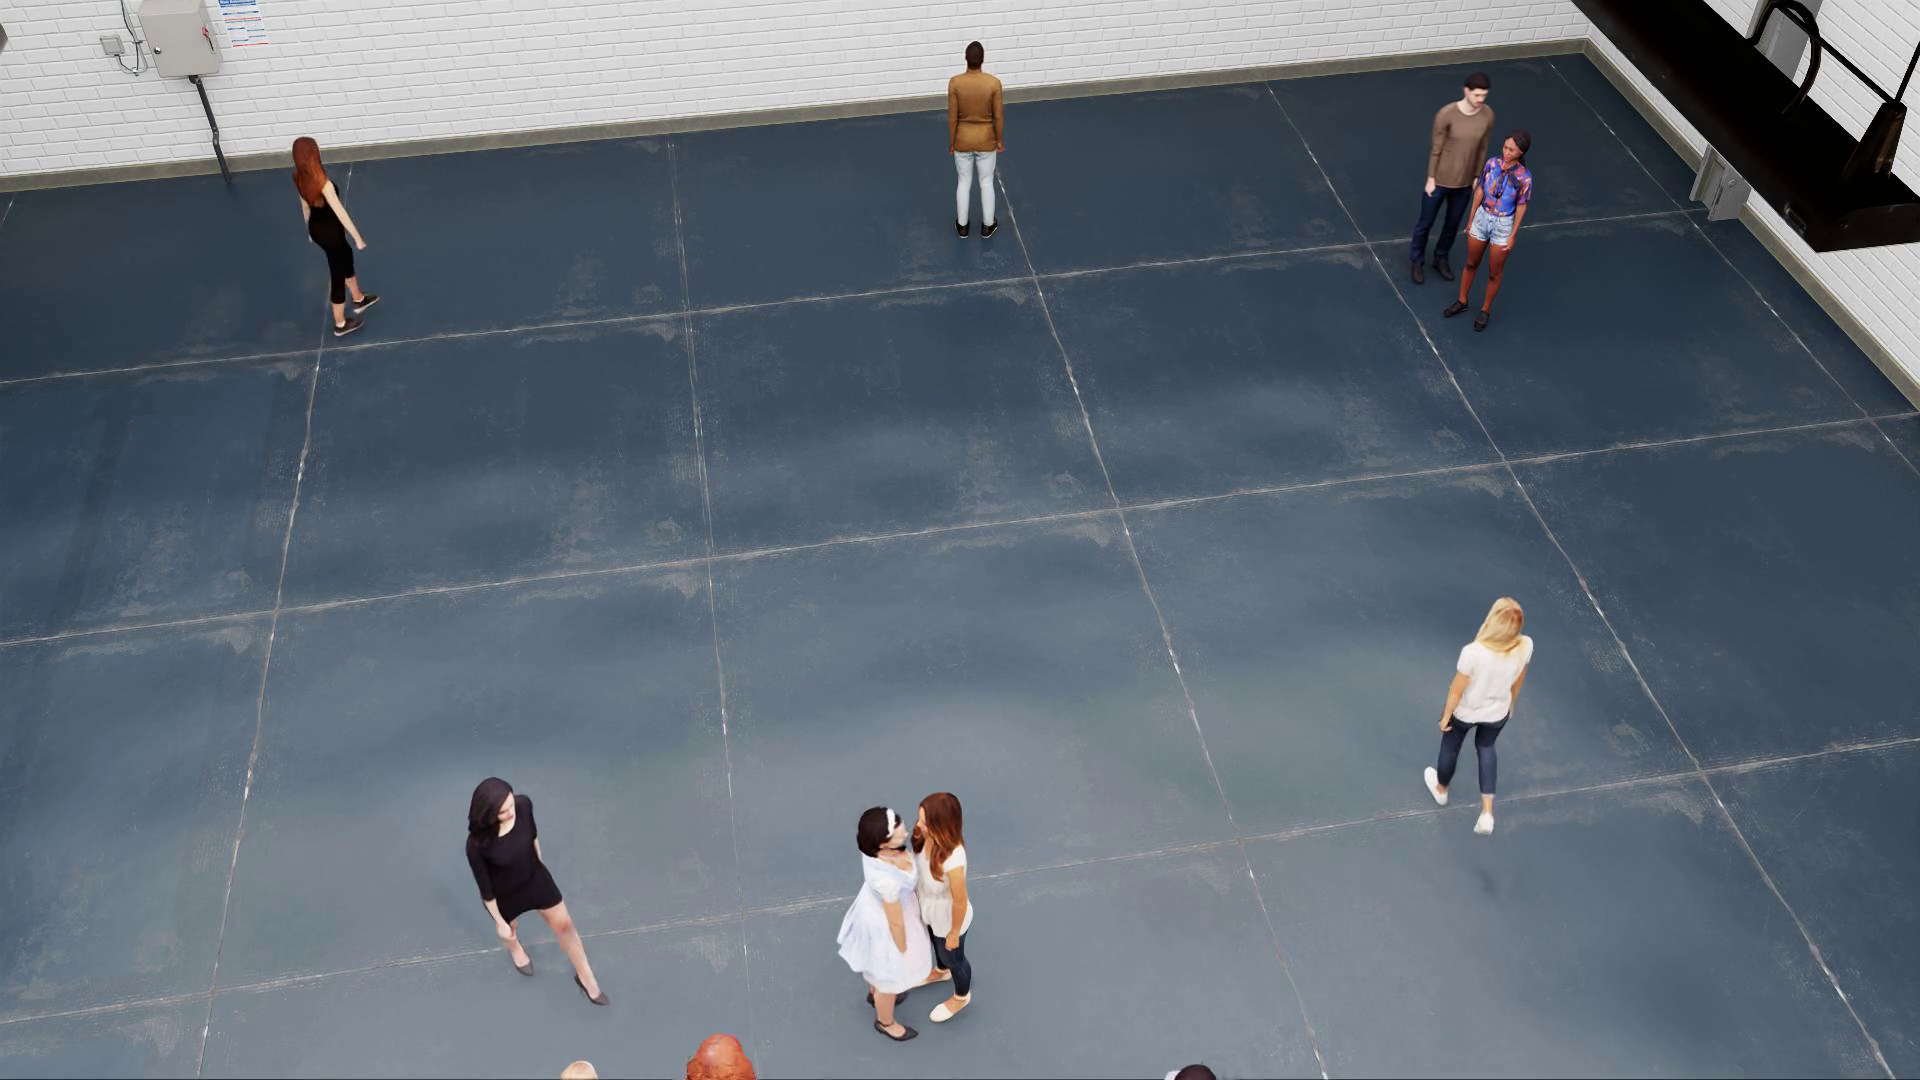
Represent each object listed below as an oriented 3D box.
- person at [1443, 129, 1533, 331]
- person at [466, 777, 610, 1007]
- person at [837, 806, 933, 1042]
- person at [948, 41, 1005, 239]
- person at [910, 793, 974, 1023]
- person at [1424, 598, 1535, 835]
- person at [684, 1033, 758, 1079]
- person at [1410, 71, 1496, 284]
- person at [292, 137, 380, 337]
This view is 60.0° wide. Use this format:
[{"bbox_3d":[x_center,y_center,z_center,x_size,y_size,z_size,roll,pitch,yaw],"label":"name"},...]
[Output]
[{"bbox_3d":[4.263,-2.486,13.282,0.648,1.743,0.730,31,52,28],"label":"person"},{"bbox_3d":[-2.401,1.793,8.767,1.031,1.774,0.921,34,53,30],"label":"person"},{"bbox_3d":[-0.371,1.969,8.552,0.743,1.817,0.644,-8,44,-8],"label":"person"},{"bbox_3d":[0.130,-3.405,14.193,0.676,1.816,0.623,2,44,2],"label":"person"},{"bbox_3d":[-0.081,1.899,8.649,0.720,1.784,0.564,-19,47,-19],"label":"person"},{"bbox_3d":[3.011,1.047,9.533,0.626,1.798,0.910,-5,44,-5],"label":"person"},{"bbox_3d":[-1.102,2.916,7.586,1.071,1.778,1.192,21,47,21],"label":"person"},{"bbox_3d":[4.047,-3.009,13.726,0.666,1.887,0.620,-3,44,-3],"label":"person"},{"bbox_3d":[-5.079,-2.369,13.183,0.846,1.709,0.899,28,50,26],"label":"person"}]
